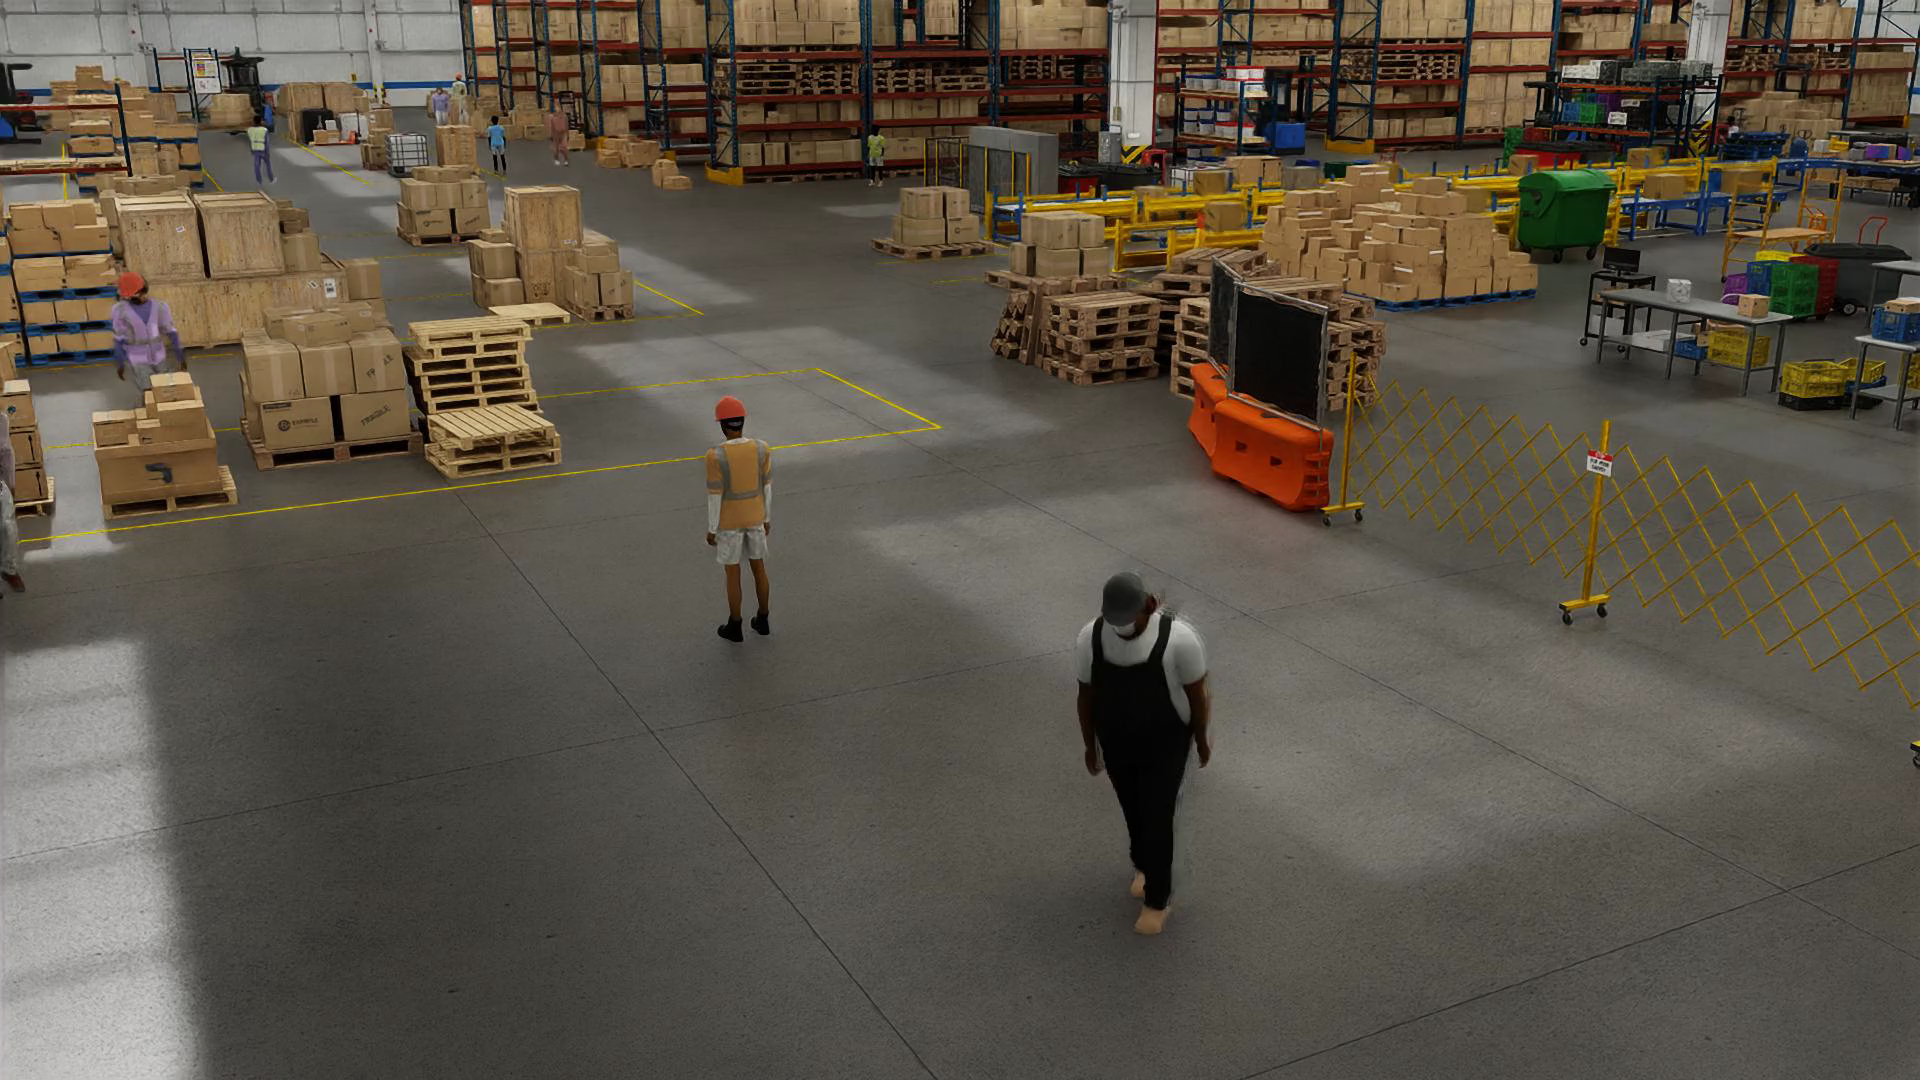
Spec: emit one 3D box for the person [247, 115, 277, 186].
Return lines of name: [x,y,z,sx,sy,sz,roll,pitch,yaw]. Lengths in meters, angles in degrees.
person: [-19.398,-10.820,46.189,0.596,1.881,0.932,-1,18,-3]

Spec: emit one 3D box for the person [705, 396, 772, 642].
person: [-1.720,-0.162,12.875,0.543,1.928,0.374,-11,21,-32]

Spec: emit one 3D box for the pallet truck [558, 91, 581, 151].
pallet truck: [-13.495,-14.412,57.188,0.823,1.965,1.885,-3,18,-9]

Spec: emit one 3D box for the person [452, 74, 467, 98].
person: [-21.556,-19.083,71.752,0.611,1.996,0.378,2,18,7]

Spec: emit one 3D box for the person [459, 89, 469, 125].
person: [-19.716,-17.171,66.396,0.745,1.606,0.546,-4,18,-14]

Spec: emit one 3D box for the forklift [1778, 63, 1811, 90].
forklift: [29.791,-15.662,59.661,1.129,2.768,1.873,14,22,36]

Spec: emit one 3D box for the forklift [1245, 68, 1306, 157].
forklift: [10.528,-14.181,55.044,1.129,2.768,1.873,-9,20,-26]

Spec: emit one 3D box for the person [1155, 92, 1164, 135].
person: [7.567,-16.674,64.596,0.972,1.809,0.582,14,22,37]

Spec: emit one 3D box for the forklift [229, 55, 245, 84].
forklift: [-30.151,-18.861,69.635,1.873,2.768,1.129,-9,20,-26]

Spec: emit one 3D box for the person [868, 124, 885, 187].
person: [-2.304,-10.516,45.530,0.532,1.695,0.319,10,20,27]

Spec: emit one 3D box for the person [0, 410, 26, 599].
person: [-8.087,-0.420,13.700,0.634,1.919,0.468,-15,23,-38]

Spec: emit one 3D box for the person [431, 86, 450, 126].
person: [-19.525,-16.101,62.623,0.655,1.888,0.985,-5,19,-16]

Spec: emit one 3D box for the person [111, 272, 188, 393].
person: [-8.999,-2.009,18.529,0.501,1.991,0.735,16,24,41]

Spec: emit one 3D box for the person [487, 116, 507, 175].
person: [-13.626,-11.621,48.964,0.540,1.698,0.317,-9,20,-27]

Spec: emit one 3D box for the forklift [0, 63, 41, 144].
forklift: [-34.035,-15.536,59.268,1.873,2.768,1.129,-9,20,-26]

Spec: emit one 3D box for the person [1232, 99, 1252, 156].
person: [9.294,-13.554,54.758,0.636,1.852,1.014,-9,20,-27]

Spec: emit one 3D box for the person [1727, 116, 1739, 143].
person: [22.975,-11.869,49.799,0.550,1.660,0.810,-3,18,-8]

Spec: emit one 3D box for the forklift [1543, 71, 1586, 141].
forklift: [18.685,-13.231,52.085,1.873,2.768,1.129,-9,20,-26]

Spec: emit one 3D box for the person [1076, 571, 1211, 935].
person: [0.929,1.060,8.882,0.746,2.000,0.879,9,20,26]

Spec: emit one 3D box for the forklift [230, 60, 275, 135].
forklift: [-27.349,-17.046,63.978,1.129,2.768,1.873,-1,18,-2]

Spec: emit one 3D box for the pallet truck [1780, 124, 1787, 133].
pallet truck: [25.206,-12.542,52.601,1.601,1.201,0.680,0,18,-2]

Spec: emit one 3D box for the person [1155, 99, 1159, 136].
person: [7.383,-16.383,63.808,0.541,1.707,0.957,-11,21,-31]

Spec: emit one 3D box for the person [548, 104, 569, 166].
person: [-12.514,-12.641,51.894,0.657,1.865,0.976,-9,20,-26]

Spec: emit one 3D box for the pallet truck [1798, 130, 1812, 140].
pallet truck: [25.526,-11.556,49.408,1.630,1.274,0.653,-9,20,-26]
